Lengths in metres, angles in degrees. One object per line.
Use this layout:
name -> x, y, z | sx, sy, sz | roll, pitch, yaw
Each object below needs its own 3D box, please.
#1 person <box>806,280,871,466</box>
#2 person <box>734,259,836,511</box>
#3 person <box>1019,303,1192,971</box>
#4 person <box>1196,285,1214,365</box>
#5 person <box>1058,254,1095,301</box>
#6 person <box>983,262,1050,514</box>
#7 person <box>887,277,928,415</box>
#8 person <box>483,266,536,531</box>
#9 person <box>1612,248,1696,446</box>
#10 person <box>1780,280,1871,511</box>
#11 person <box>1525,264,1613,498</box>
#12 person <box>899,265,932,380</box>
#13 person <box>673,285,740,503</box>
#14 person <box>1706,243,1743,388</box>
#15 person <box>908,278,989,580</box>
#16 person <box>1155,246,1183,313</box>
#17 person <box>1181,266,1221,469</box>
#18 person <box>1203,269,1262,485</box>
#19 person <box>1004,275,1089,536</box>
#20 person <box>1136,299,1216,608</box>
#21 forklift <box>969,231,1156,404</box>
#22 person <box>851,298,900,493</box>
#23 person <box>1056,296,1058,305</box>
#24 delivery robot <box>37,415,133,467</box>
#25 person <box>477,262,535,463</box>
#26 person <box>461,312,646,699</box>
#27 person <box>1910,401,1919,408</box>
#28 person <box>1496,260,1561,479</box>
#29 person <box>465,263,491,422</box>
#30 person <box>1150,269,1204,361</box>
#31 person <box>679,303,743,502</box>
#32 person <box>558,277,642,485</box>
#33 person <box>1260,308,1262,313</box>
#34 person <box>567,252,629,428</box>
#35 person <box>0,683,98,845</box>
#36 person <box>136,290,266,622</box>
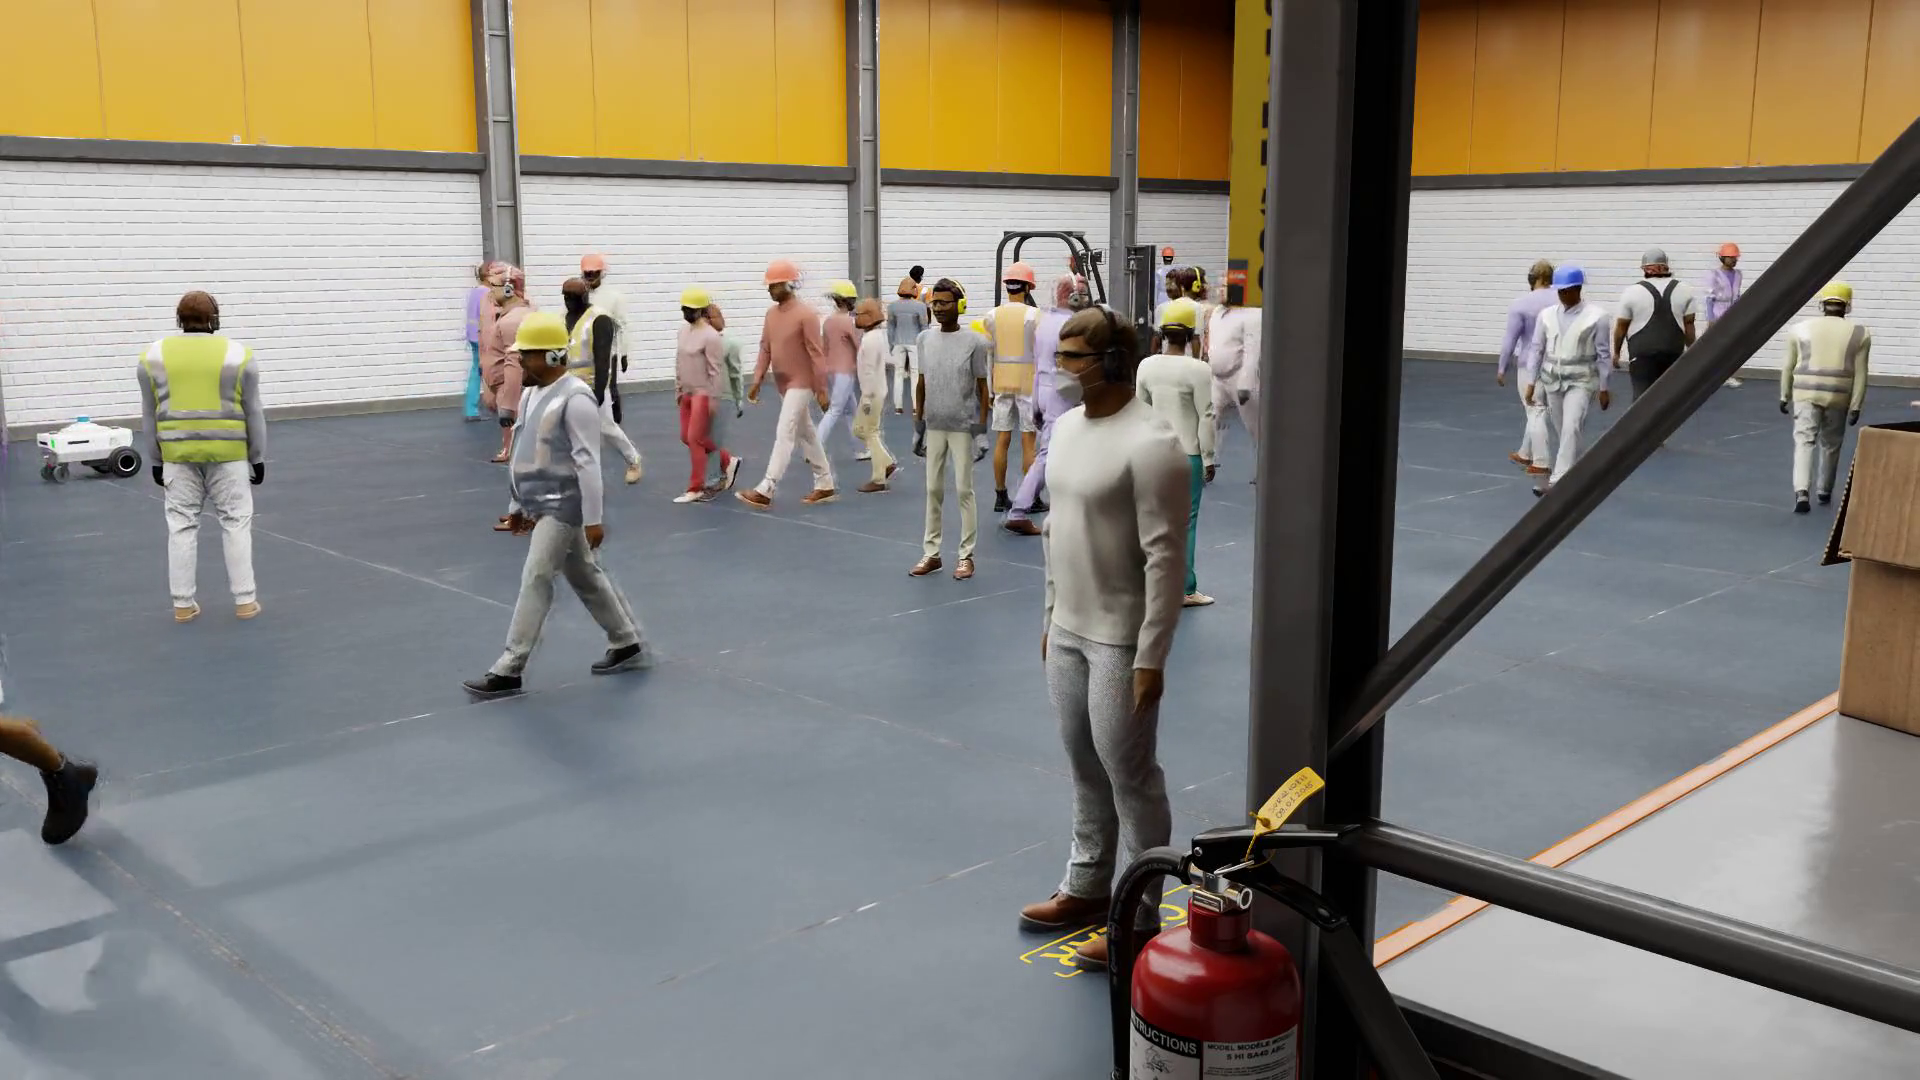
person -> -1.106, -1.554, 15.500 | 0.918, 1.720, 0.530 | -8, 13, -36
person -> -1.369, -1.203, 12.984 | 0.999, 1.933, 0.602 | -7, 13, -35
person -> 0.426, 0.282, 4.883 | 0.352, 1.937, 0.635 | -5, 12, -26
person -> 2.704, -2.127, 18.874 | 0.378, 1.628, 0.526 | -6, 12, -30
person -> 1.732, -3.252, 24.371 | 0.619, 1.864, 0.597 | -9, 14, -40
person -> 0.450, -1.165, 12.806 | 0.542, 1.929, 0.373 | 5, 12, 26
person -> -0.619, -2.304, 19.816 | 0.507, 1.632, 0.272 | 3, 11, 17
person -> -3.250, -1.025, 12.097 | 0.411, 1.910, 0.643 | -1, 10, -7
person -> 6.894, -1.913, 16.573 | 0.750, 2.000, 0.780 | 1, 10, 6
person -> 6.709, -1.120, 12.937 | 0.595, 1.798, 0.900 | 5, 12, 27
person -> 4.765, -1.218, 13.178 | 0.998, 1.890, 0.604 | -8, 13, -38
person -> -0.649, -3.208, 24.595 | 0.532, 1.691, 0.318 | 3, 11, 18
person -> -2.039, -1.174, 13.342 | 0.587, 1.741, 0.548 | -9, 14, -40
person -> 10.719, -3.128, 23.261 | 0.633, 2.013, 0.759 | -4, 11, -19
person -> -0.062, -0.684, 10.341 | 0.521, 1.873, 0.336 | 5, 12, 25
person -> 3.579, -4.096, 28.761 | 0.547, 1.938, 0.377 | -1, 10, -6
person -> 2.141, -1.536, 15.047 | 0.673, 1.843, 0.565 | -5, 12, -27
person -> 2.311, -1.358, 14.090 | 1.049, 1.849, 0.658 | -6, 12, -31
person -> 0.748, -0.959, 11.900 | 1.009, 1.859, 0.669 | -3, 11, -18
person -> 1.247, -0.496, 9.592 | 0.533, 1.771, 0.301 | 9, 14, 41
forklift -> 1.222, -2.721, 20.561 | 2.313, 2.155, 1.214 | 2, 11, 13
person -> -0.759, -1.191, 13.762 | 0.352, 1.618, 0.516 | 1, 10, 3
person -> 1.122, -1.809, 17.143 | 0.380, 1.626, 0.513 | -6, 12, -29
delivery robot -> -7.674, -0.853, 14.594 | 0.477, 0.478, 0.707 | 9, 14, 40
person -> -4.289, -1.699, 15.822 | 0.655, 1.887, 0.620 | 6, 12, 31
person -> -1.913, -0.182, 7.851 | 0.947, 1.784, 0.612 | -7, 12, -34
person -> 12.053, -2.512, 20.441 | 0.777, 1.814, 0.523 | 2, 11, 11
person -> 5.090, -1.532, 14.854 | 0.648, 1.903, 0.925 | -2, 11, -13
person -> -5.363, -2.273, 19.182 | 0.882, 1.808, 0.585 | -10, 14, -42
person -> 2.046, -1.669, 15.869 | 0.556, 1.815, 0.999 | 9, 14, 40
person -> -2.035, -1.145, 13.638 | 0.509, 1.595, 0.807 | 3, 11, 17
person -> -3.055, -1.297, 13.888 | 0.628, 1.803, 0.865 | 7, 12, 33
person -> 3.766, -2.235, 19.497 | 0.623, 1.623, 0.530 | -7, 13, -34
person -> -3.634, -1.907, 16.750 | 0.622, 1.970, 0.859 | 0, 10, -2
person -> -3.312, 0.199, 5.428 | 0.551, 1.913, 0.837 | 4, 11, 19
person -> -4.185, -0.462, 9.247 | 0.627, 1.835, 0.432 | -3, 11, -14
